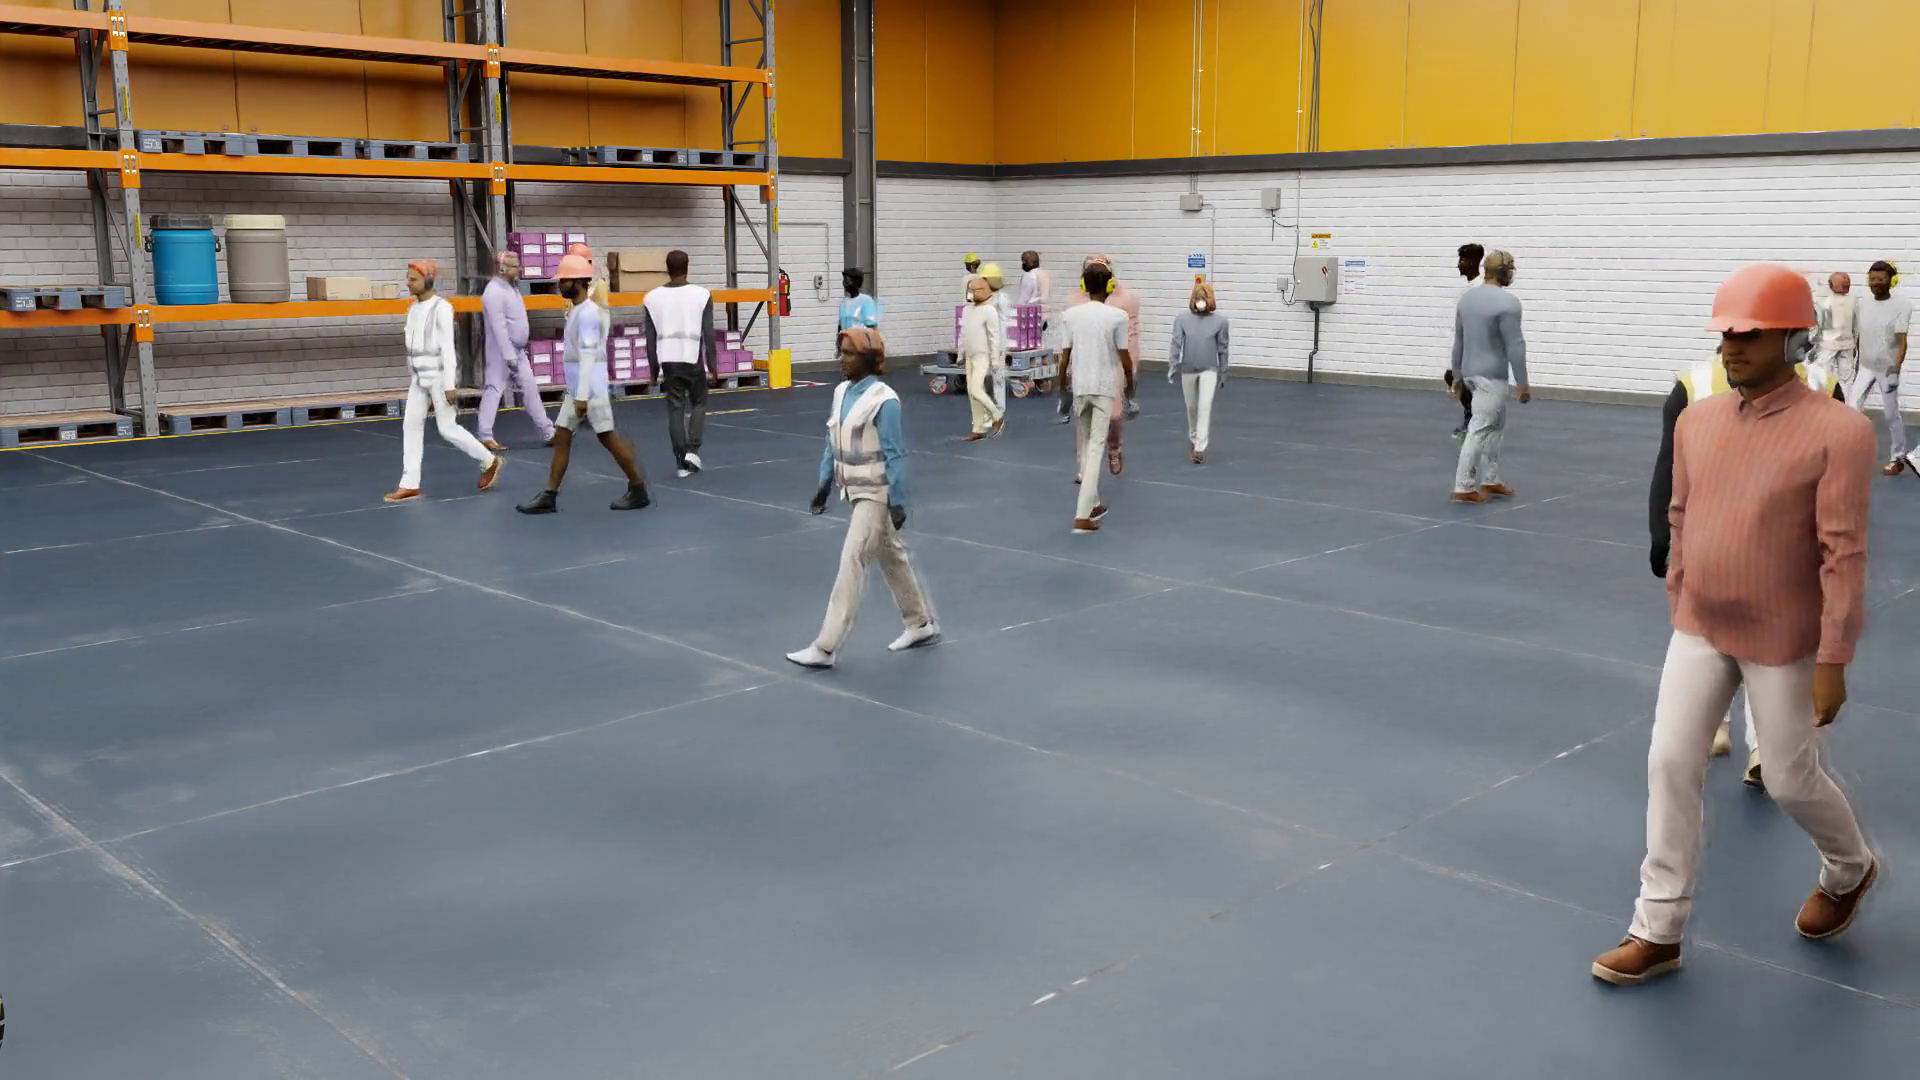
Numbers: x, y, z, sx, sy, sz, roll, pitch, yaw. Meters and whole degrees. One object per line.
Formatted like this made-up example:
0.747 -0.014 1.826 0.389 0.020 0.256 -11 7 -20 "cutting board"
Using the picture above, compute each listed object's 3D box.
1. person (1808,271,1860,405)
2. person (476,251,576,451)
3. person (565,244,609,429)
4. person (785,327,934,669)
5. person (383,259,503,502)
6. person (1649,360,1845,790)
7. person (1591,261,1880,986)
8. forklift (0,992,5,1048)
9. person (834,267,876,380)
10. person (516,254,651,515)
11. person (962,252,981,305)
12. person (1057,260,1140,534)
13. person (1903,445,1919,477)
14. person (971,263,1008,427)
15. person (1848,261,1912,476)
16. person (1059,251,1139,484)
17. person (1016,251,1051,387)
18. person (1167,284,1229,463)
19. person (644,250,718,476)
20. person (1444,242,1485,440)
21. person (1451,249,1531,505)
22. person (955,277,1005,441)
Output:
9.259 -2.012 17.609 0.515 1.641 0.314 0 10 1 "person"
-4.135 -1.756 15.602 0.976 1.861 0.657 1 10 6 "person"
-3.921 -2.121 17.405 0.546 1.934 0.376 6 12 30 "person"
-0.453 -0.208 7.890 0.876 1.594 0.507 -6 12 -29 "person"
-4.022 -1.236 12.814 0.588 1.854 0.900 9 14 41 "person"
2.919 0.001 6.205 0.659 1.794 0.943 4 11 22 "person"
2.207 0.230 4.522 0.922 1.964 0.621 -5 12 -27 "person"
-3.245 0.323 3.363 2.313 2.155 1.214 2 11 13 "forklift"
-1.138 -2.046 17.665 0.423 1.679 0.558 -9 14 -41 "person"
-2.733 -1.125 12.115 0.977 1.890 0.558 -5 11 -24 "person"
0.192 -3.411 24.895 0.312 1.768 0.522 9 14 40 "person"
0.978 -0.995 11.496 0.499 1.840 0.882 6 12 31 "person"
8.144 -1.287 13.416 0.790 1.742 0.520 6 12 30 "person"
0.288 -2.045 17.519 0.454 1.727 0.506 -8 13 -36 "person"
7.643 -1.411 13.873 0.985 1.808 0.565 -6 12 -31 "person"
1.135 -1.410 13.646 0.682 1.891 0.474 4 11 19 "person"
0.957 -2.936 22.175 0.449 1.819 0.624 5 11 24 "person"
2.159 -1.509 15.013 0.512 1.589 0.876 3 11 18 "person"
-2.342 -1.486 14.027 0.616 1.897 0.468 1 10 3 "person"
5.038 -1.954 16.435 0.444 1.946 0.642 2 11 10 "person"
4.052 -1.209 12.476 0.750 1.910 0.646 -3 11 -15 "person"
0.171 -1.771 16.350 0.379 1.622 0.504 -7 12 -32 "person"
